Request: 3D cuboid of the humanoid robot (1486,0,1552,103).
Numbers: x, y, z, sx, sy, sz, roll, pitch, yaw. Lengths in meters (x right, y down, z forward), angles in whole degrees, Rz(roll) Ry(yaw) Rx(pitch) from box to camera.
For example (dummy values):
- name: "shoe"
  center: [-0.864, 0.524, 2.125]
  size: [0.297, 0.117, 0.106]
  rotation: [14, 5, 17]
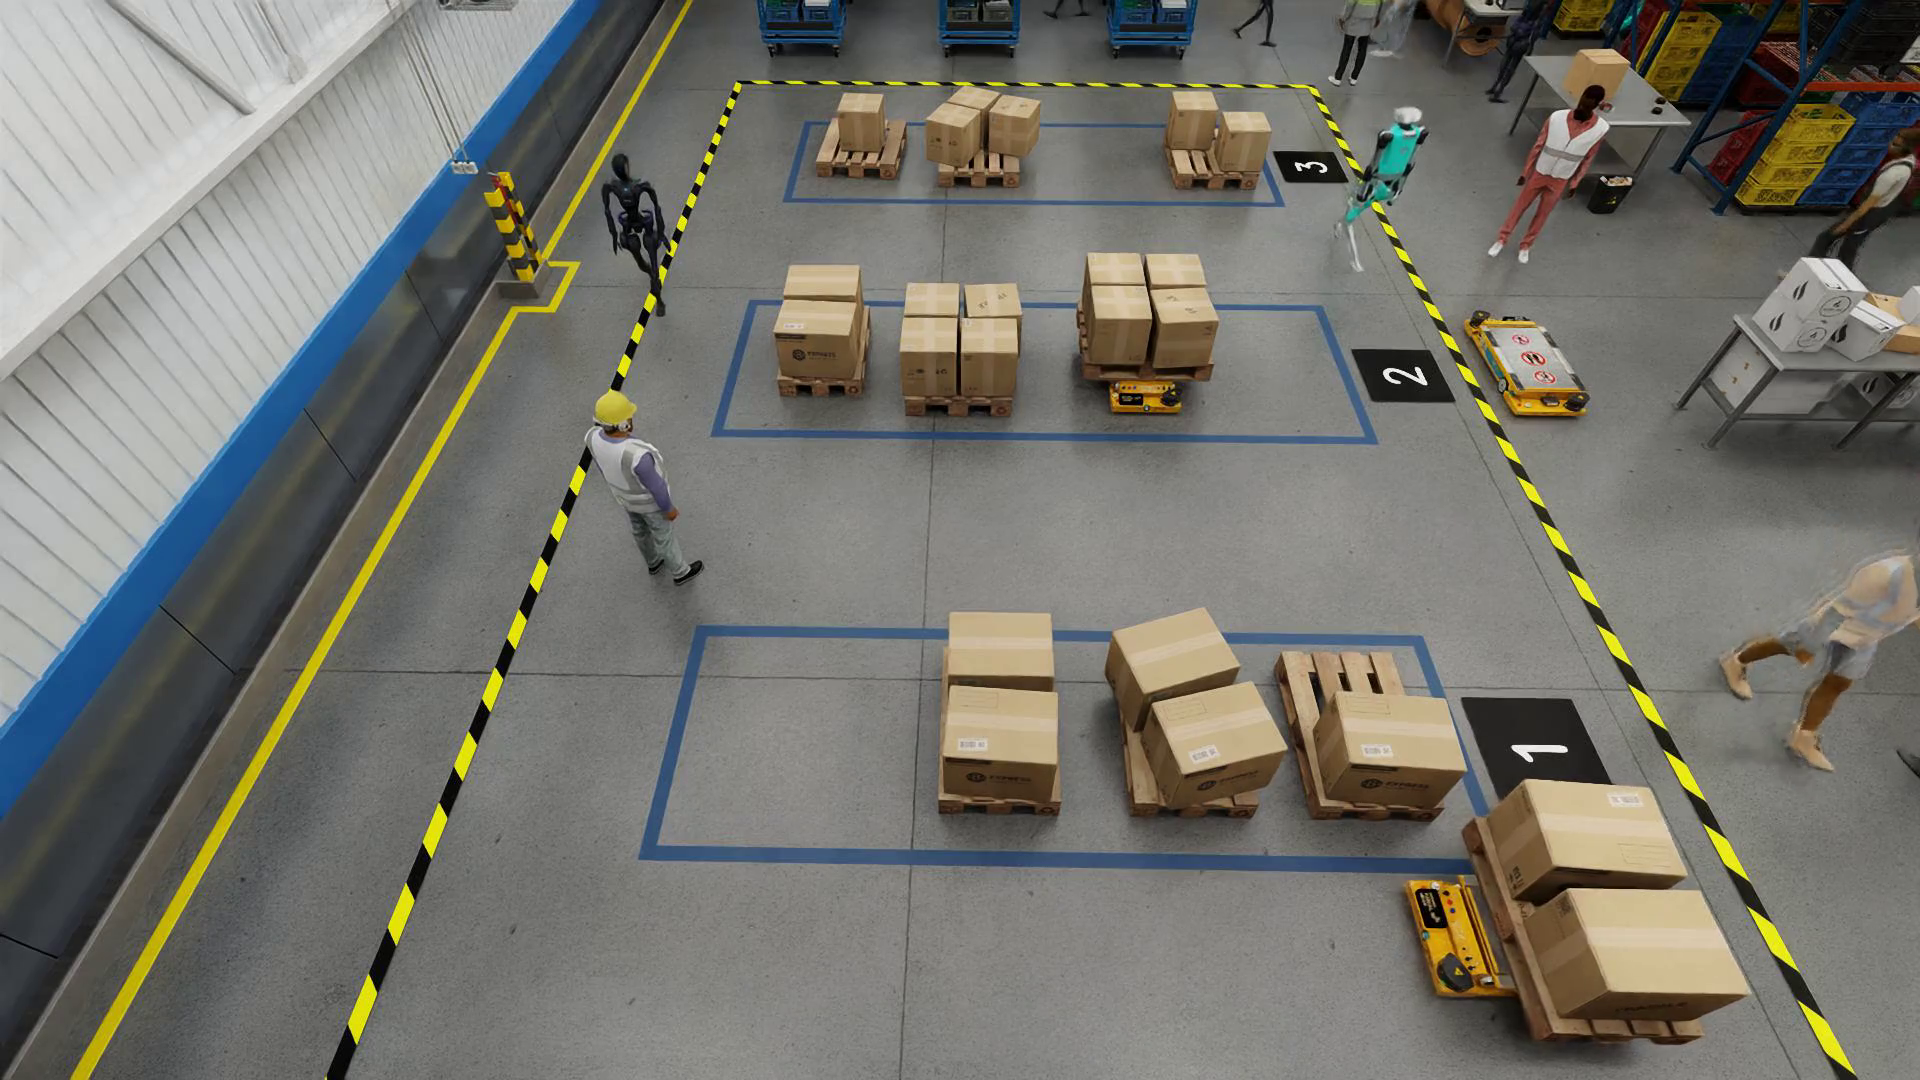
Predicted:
- name: "humanoid robot"
  center: [7.729, -6.920, 12.600]
  size: [0.372, 1.649, 0.587]
  rotation: [1, 49, 1]

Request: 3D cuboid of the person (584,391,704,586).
- name: "person"
  center: [-2.348, -0.352, 6.805]
  size: [0.586, 1.830, 0.403]
  rotation: [24, 53, 19]

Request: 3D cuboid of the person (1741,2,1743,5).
- name: "person"
  center: [13.180, -9.777, 14.949]
  size: [0.343, 1.858, 0.503]
  rotation: [37, 59, 28]

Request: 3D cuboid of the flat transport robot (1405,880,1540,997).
- name: "flat transport robot"
  center: [3.502, 2.361, 5.471]
  size: [1.431, 0.197, 0.652]
  rotation: [1, 49, 1]

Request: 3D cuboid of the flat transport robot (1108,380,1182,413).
- name: "flat transport robot"
  center: [1.773, -1.807, 9.079]
  size: [0.652, 0.197, 1.431]
  rotation: [1, 49, 1]

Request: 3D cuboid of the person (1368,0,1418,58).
- name: "person"
  center: [6.542, -8.058, 13.544]
  size: [0.578, 1.730, 0.490]
  rotation: [27, 54, 22]

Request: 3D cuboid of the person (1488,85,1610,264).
- name: "person"
  center: [6.347, -3.909, 9.828]
  size: [0.589, 1.917, 0.397]
  rotation: [23, 53, 19]

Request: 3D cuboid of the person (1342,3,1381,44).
- name: "person"
  center: [6.338, -8.521, 13.877]
  size: [0.528, 1.827, 0.579]
  rotation: [12, 50, 11]

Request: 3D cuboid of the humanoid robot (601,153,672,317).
- name: "humanoid robot"
  center: [-3.286, -3.174, 9.384]
  size: [0.589, 1.634, 0.772]
  rotation: [-7, 50, -6]

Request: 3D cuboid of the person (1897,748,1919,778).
- name: "person"
  center: [6.660, 1.108, 5.608]
  size: [0.528, 1.735, 0.601]
  rotation: [-6, 49, -5]

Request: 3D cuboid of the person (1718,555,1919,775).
- name: "person"
  center: [5.714, 0.652, 5.820]
  size: [0.627, 1.990, 1.050]
  rotation: [0, 49, 0]

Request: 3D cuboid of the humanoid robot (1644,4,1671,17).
- name: "humanoid robot"
  center: [10.026, -7.601, 13.052]
  size: [0.735, 1.677, 0.533]
  rotation: [26, 54, 21]

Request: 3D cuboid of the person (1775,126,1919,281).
- name: "person"
  center: [9.198, -3.309, 9.376]
  size: [0.714, 1.809, 0.512]
  rotation: [32, 56, 25]

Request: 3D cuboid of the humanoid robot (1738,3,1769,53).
- name: "humanoid robot"
  center: [12.048, -8.095, 13.606]
  size: [0.382, 1.653, 0.591]
  rotation: [-5, 49, -4]

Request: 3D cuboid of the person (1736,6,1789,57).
- name: "person"
  center: [12.125, -7.996, 13.406]
  size: [0.511, 1.863, 0.341]
  rotation: [-17, 51, -15]

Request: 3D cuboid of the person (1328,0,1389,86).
- name: "person"
  center: [5.648, -7.366, 12.864]
  size: [0.587, 1.850, 0.388]
  rotation: [-1, 49, -1]

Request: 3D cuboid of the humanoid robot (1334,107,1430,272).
- name: "humanoid robot"
  center: [4.422, -3.938, 9.987]
  size: [0.534, 1.772, 0.974]
  rotation: [-10, 50, -9]

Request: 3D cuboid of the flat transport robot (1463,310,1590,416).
- name: "flat transport robot"
  center: [5.573, -1.757, 9.054]
  size: [0.659, 0.231, 1.431]
  rotation: [1, 49, 1]

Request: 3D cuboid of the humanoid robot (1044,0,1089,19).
- name: "humanoid robot"
  center: [1.756, -9.213, 14.598]
  size: [0.773, 1.621, 0.613]
  rotation: [-1, 49, -1]

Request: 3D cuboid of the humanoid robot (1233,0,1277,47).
- name: "humanoid robot"
  center: [4.650, -8.416, 13.922]
  size: [0.738, 1.654, 0.609]
  rotation: [16, 51, 13]

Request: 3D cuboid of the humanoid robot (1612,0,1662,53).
- name: "humanoid robot"
  center: [9.893, -7.834, 13.348]
  size: [0.719, 1.796, 0.546]
  rotation: [7, 49, 6]
